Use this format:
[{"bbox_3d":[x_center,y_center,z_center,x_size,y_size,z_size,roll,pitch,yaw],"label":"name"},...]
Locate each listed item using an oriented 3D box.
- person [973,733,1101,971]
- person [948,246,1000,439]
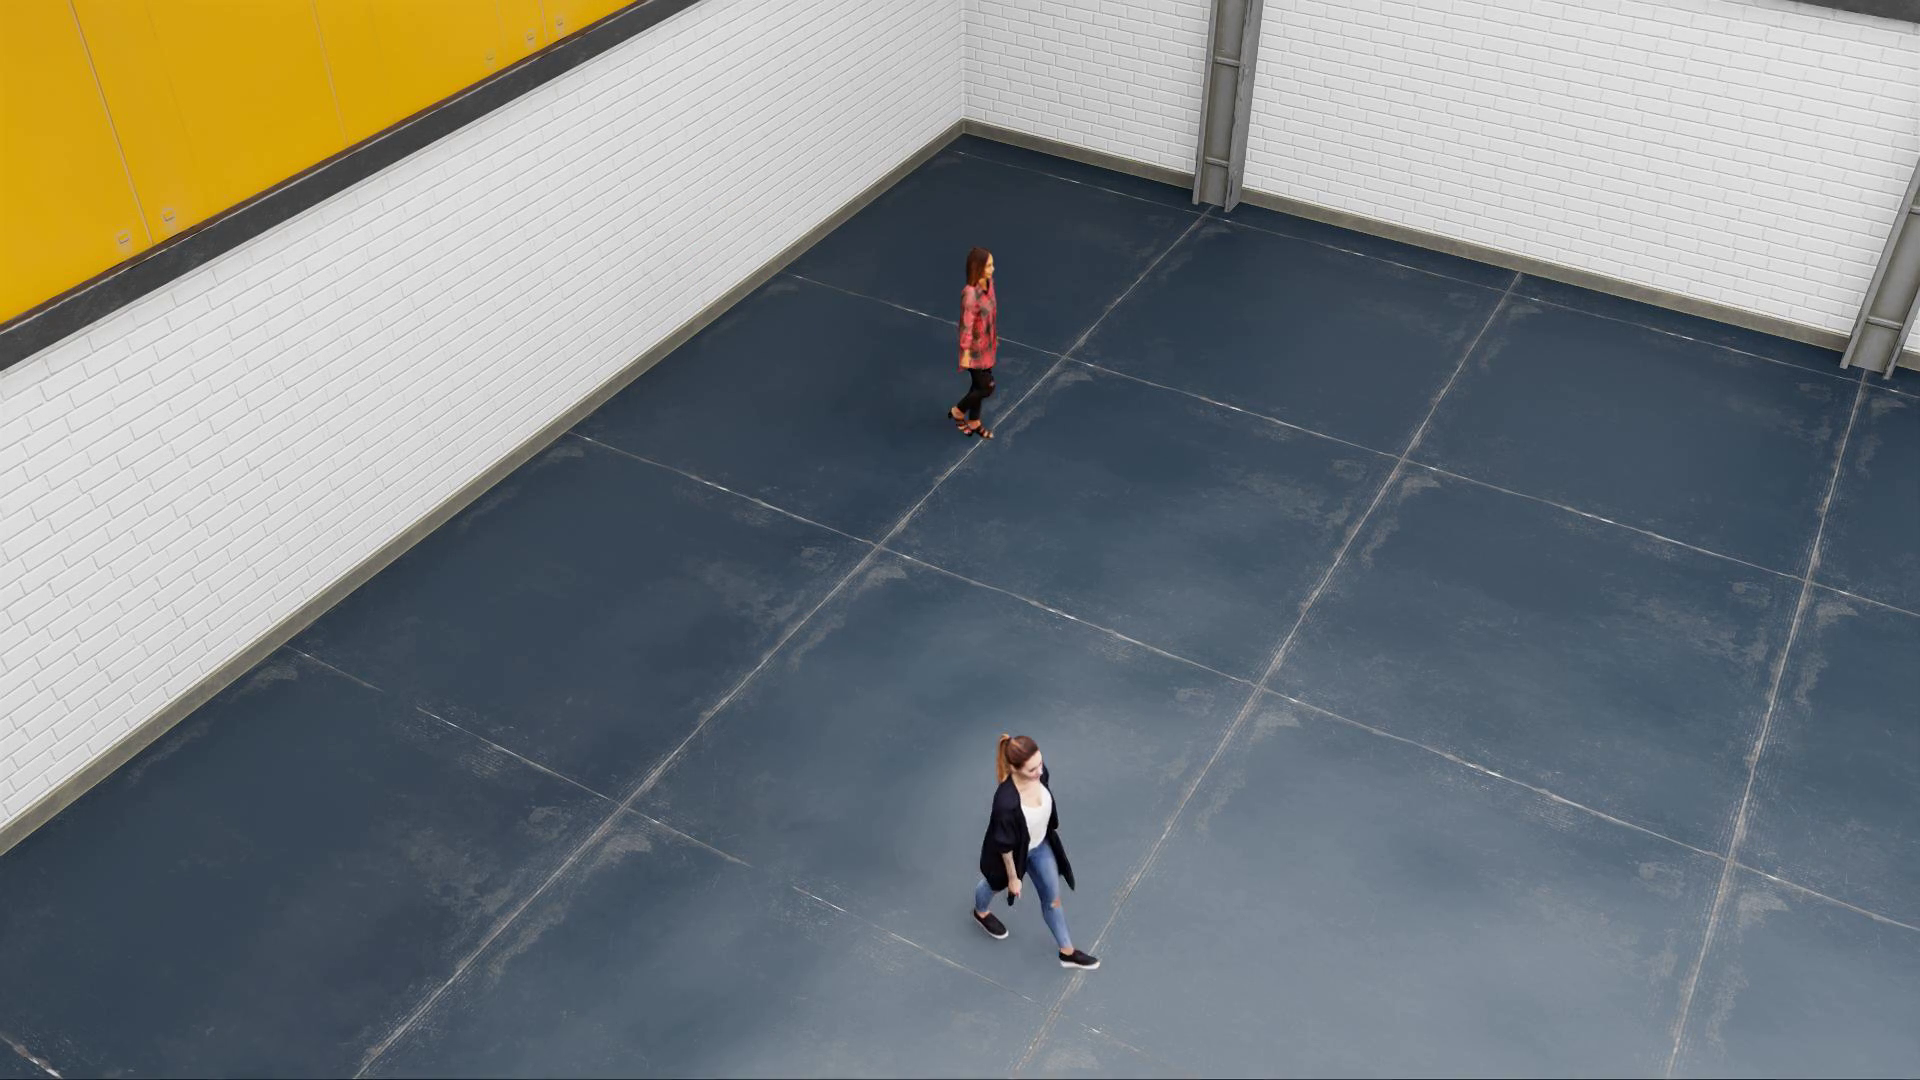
[{"bbox_3d":[0.236,1.632,8.969,1.087,1.643,0.750,26,46,29],"label":"person"},{"bbox_3d":[0.065,-1.509,12.861,0.695,1.695,0.678,13,40,16],"label":"person"}]
